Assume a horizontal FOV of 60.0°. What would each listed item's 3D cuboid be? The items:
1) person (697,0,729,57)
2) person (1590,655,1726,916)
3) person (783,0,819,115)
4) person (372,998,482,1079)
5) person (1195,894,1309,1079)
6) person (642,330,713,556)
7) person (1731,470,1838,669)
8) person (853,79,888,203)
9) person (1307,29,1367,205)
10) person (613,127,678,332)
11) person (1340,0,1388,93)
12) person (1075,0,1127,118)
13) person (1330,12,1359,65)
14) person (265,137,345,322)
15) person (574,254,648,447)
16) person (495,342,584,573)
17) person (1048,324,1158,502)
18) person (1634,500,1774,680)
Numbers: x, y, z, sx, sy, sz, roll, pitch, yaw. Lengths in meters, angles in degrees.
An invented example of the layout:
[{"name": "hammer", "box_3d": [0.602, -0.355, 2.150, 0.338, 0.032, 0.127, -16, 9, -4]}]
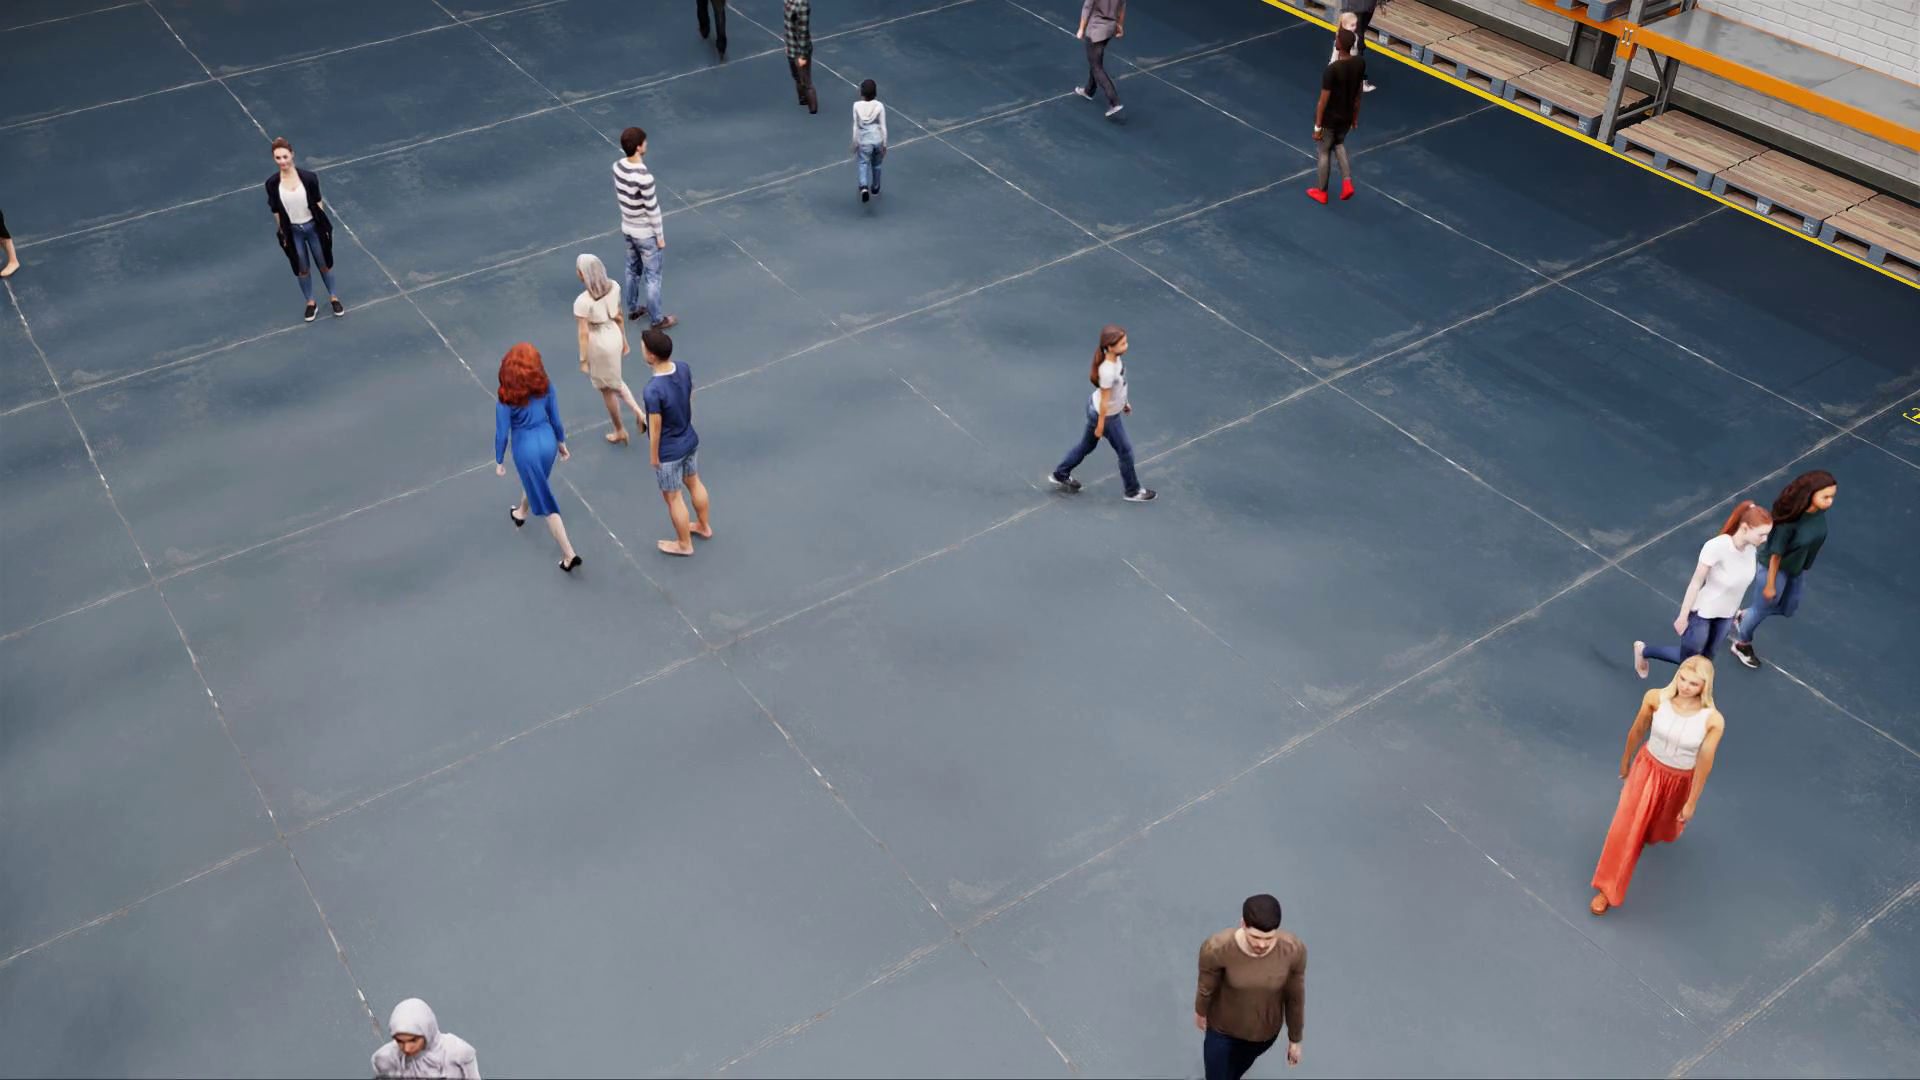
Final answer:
[{"name": "person", "box_3d": [-2.916, -6.508, 19.379, 0.977, 1.706, 1.270, -8, 39, -9]}, {"name": "person", "box_3d": [4.060, 1.325, 9.518, 1.147, 1.772, 0.953, 23, 44, 26]}, {"name": "person", "box_3d": [-1.764, -5.397, 18.188, 0.744, 1.702, 0.552, -19, 42, -22]}, {"name": "person", "box_3d": [-2.407, 2.720, 7.768, 0.689, 1.775, 0.695, -3, 39, -4]}, {"name": "person", "box_3d": [1.400, 2.291, 8.240, 0.945, 1.858, 1.084, -4, 39, -5]}, {"name": "person", "box_3d": [-2.054, -0.702, 11.998, 0.701, 1.843, 0.716, 19, 42, 22]}, {"name": "person", "box_3d": [5.427, 0.150, 11.126, 0.645, 1.602, 0.714, -16, 41, -19]}, {"name": "person", "box_3d": [-0.901, -3.953, 16.547, 0.712, 1.248, 0.807, 2, 39, 2]}, {"name": "person", "box_3d": [3.746, -4.089, 16.280, 0.726, 1.794, 0.862, -16, 41, -19]}, {"name": "person", "box_3d": [-2.797, -2.709, 14.511, 0.562, 1.845, 0.746, 29, 47, 31]}, {"name": "person", "box_3d": [4.456, -5.994, 18.717, 0.657, 1.729, 1.033, -22, 43, -25]}, {"name": "person", "box_3d": [1.575, -5.517, 18.043, 0.752, 1.826, 1.149, -29, 47, -31]}, {"name": "person", "box_3d": [4.087, -5.086, 17.948, 0.526, 1.269, 0.574, -27, 46, -30]}, {"name": "person", "box_3d": [-5.800, -2.748, 14.689, 0.685, 1.684, 0.647, -13, 40, -15]}, {"name": "person", "box_3d": [-2.703, -1.434, 13.009, 0.845, 1.727, 0.754, 20, 43, 23]}, {"name": "person", "box_3d": [-2.960, -0.503, 11.824, 1.205, 1.750, 0.798, 31, 48, 33]}, {"name": "person", "box_3d": [1.030, -0.959, 12.578, 1.024, 1.523, 1.043, 2, 39, 3]}, {"name": "person", "box_3d": [4.751, 0.411, 10.704, 0.699, 1.719, 0.878, -18, 42, -21]}]
